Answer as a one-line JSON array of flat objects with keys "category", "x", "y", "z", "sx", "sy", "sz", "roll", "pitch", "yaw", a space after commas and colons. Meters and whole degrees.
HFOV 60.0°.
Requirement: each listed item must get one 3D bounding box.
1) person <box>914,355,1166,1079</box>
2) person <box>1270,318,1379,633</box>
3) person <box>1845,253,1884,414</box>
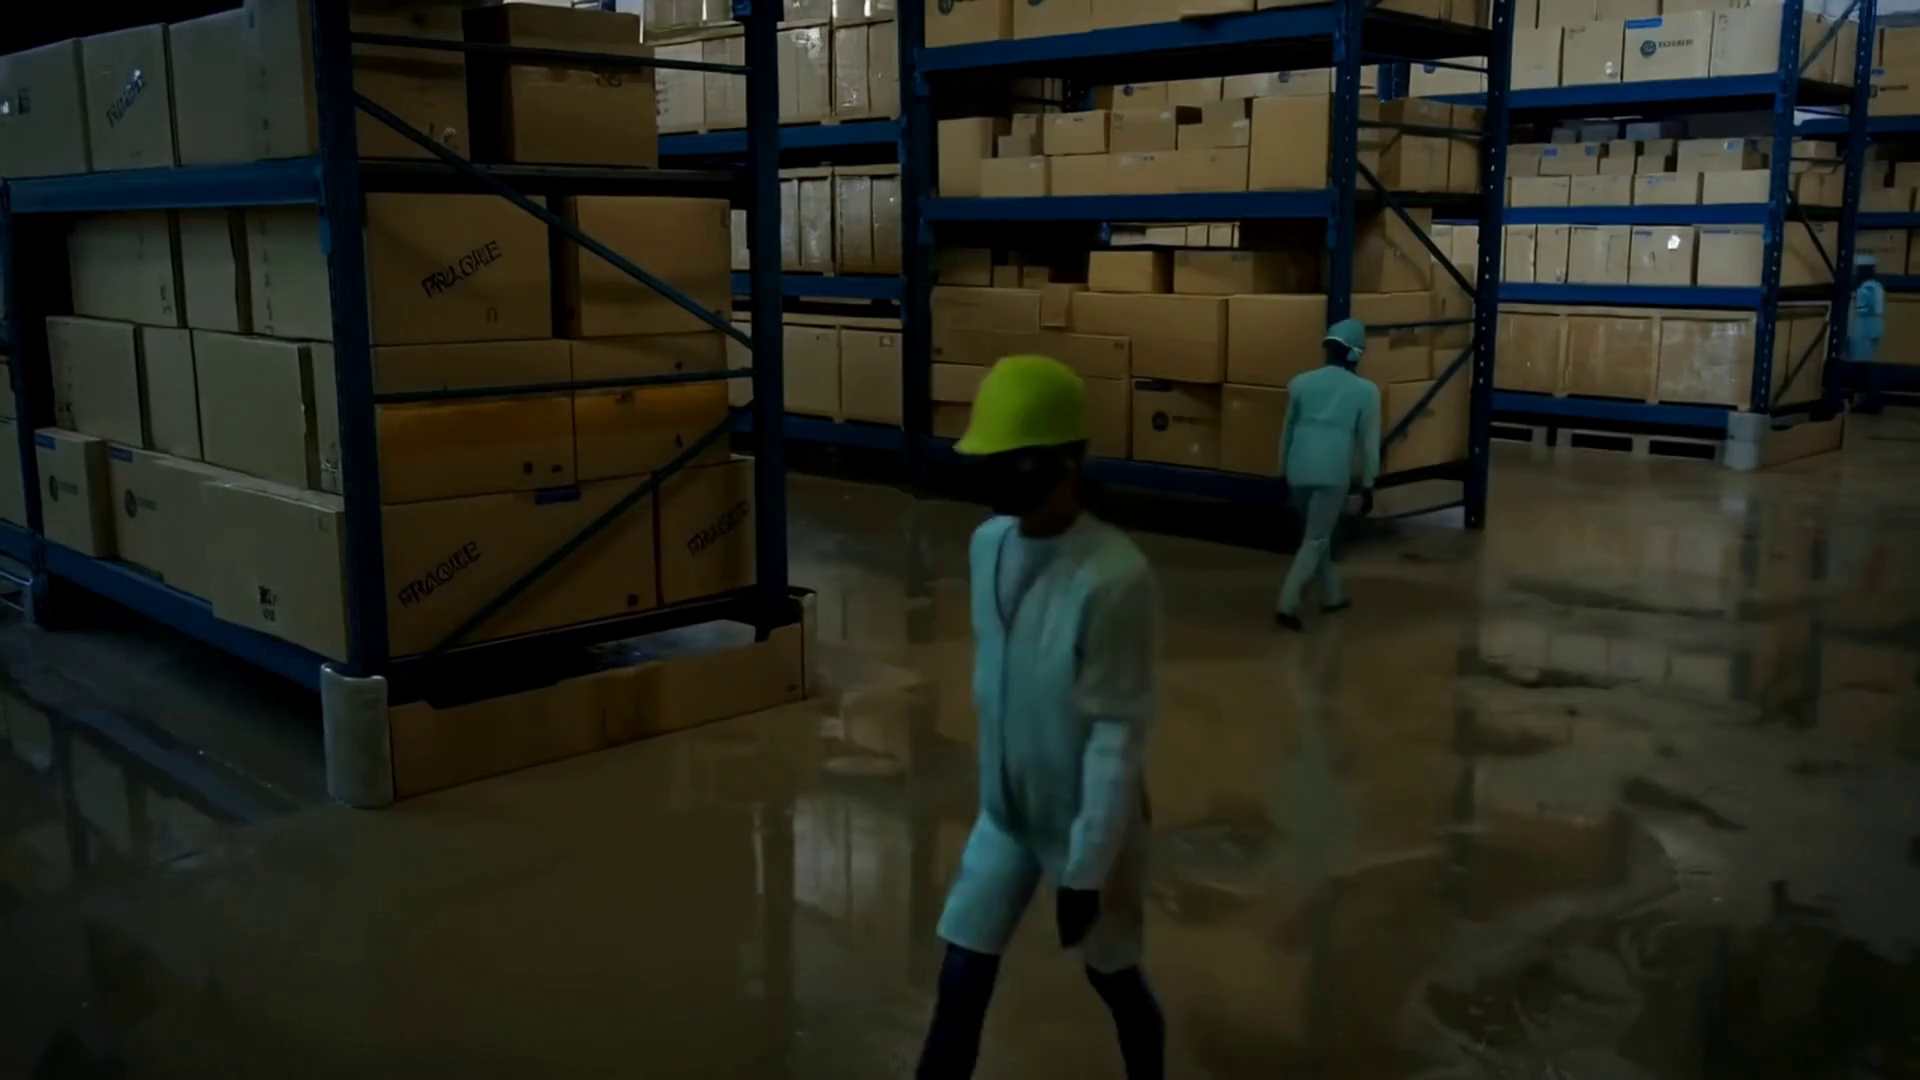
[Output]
[{"category": "person", "x": 0.120, "y": 0.572, "z": 3.435, "sx": 0.972, "sy": 1.884, "sz": 0.571, "roll": -8, "pitch": 13, "yaw": -37}, {"category": "person", "x": 1.953, "y": -0.355, "z": 9.055, "sx": 0.853, "sy": 1.694, "sz": 0.586, "roll": -9, "pitch": 14, "yaw": -40}, {"category": "person", "x": 10.800, "y": -2.481, "z": 20.016, "sx": 0.567, "sy": 1.909, "sz": 0.703, "roll": -10, "pitch": 14, "yaw": -43}]
